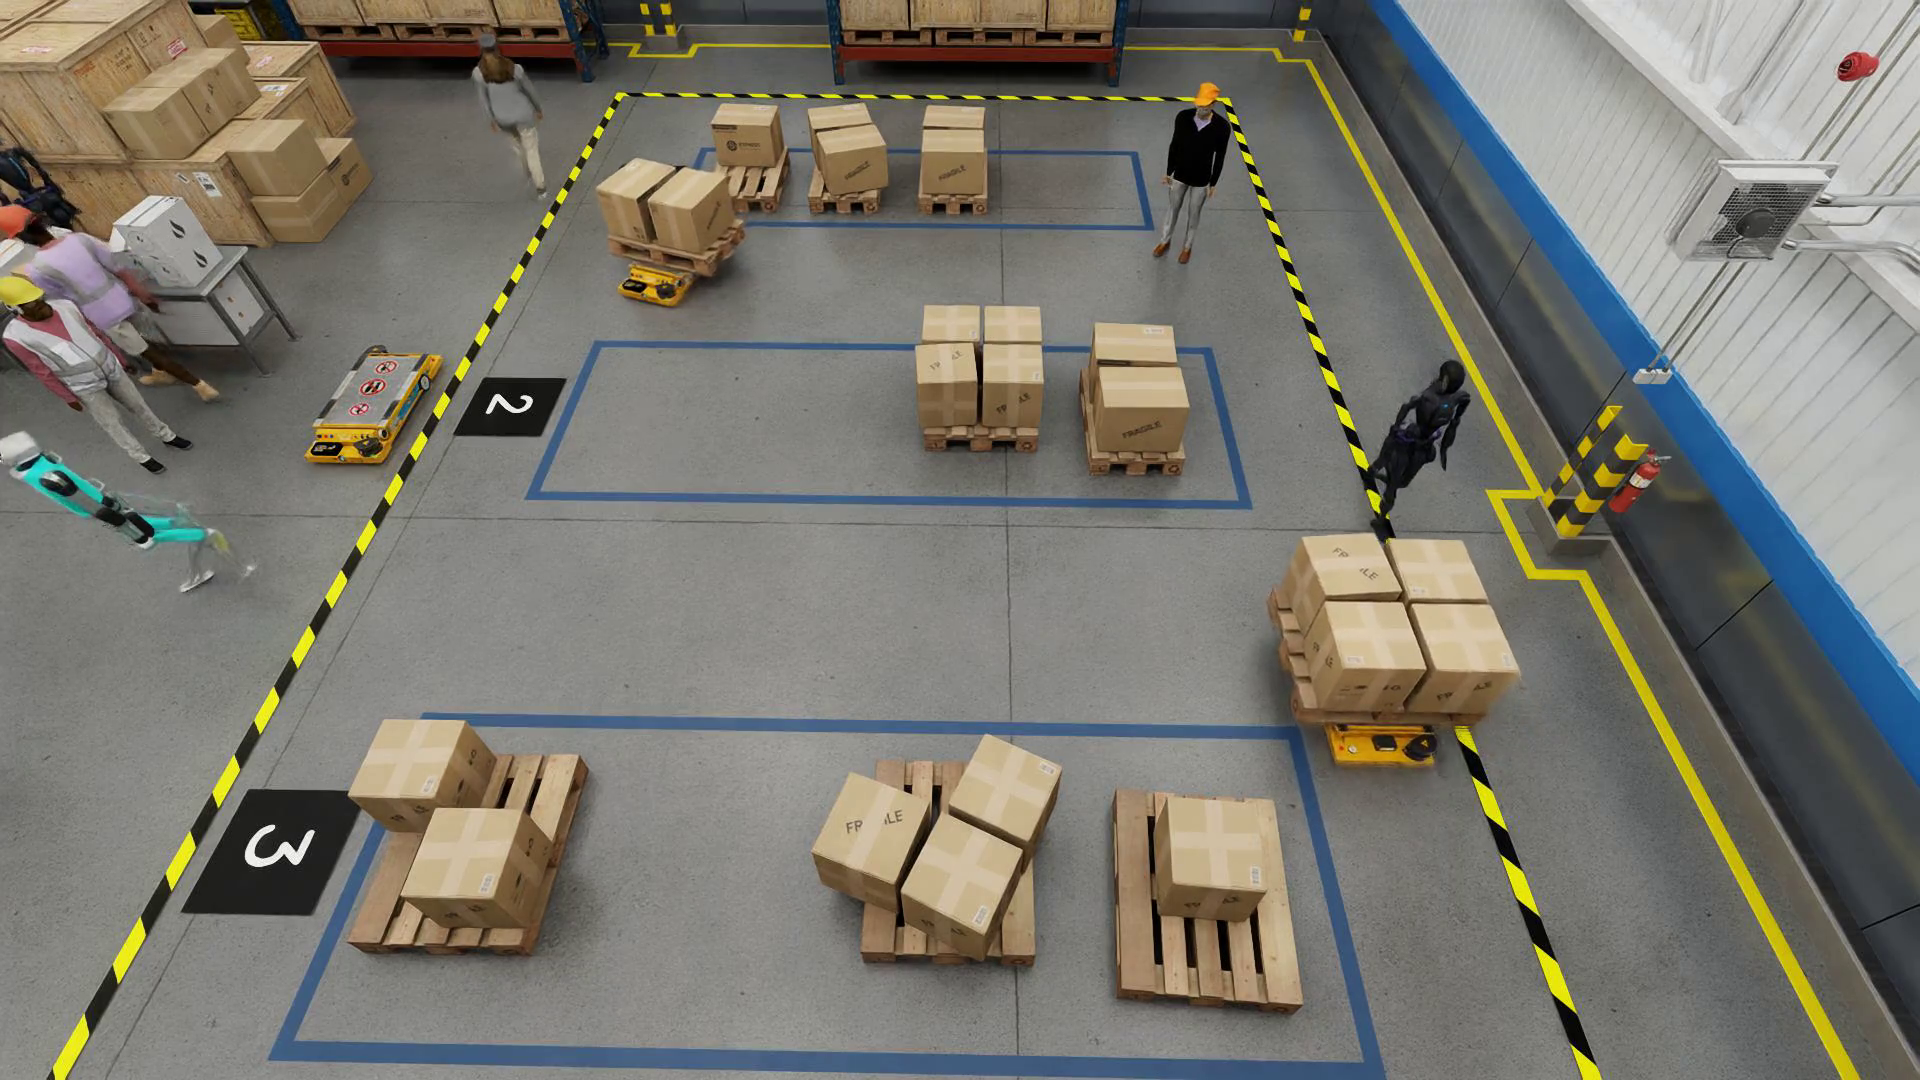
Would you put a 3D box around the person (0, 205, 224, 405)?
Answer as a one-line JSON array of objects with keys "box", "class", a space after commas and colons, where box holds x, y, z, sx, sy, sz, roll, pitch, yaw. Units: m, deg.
[{"box": [-7.314, -1.983, 7.937, 1.012, 1.984, 0.608, 7, 50, 5], "class": "person"}]

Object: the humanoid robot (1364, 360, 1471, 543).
[{"box": [3.480, -0.764, 7.105, 0.603, 1.631, 0.674, -7, 50, -6], "class": "humanoid robot"}]

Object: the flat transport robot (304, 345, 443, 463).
[{"box": [-5.383, -1.269, 8.441, 0.659, 0.231, 1.431, 1, 50, 1], "class": "flat transport robot"}]

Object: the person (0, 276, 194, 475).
[{"box": [-7.062, -1.334, 7.468, 0.404, 1.836, 0.596, 13, 51, 11], "class": "person"}]

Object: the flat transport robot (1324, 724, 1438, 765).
[{"box": [2.867, 0.915, 6.575, 0.652, 0.197, 1.431, 1, 50, 1], "class": "flat transport robot"}]

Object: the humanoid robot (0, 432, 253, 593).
[{"box": [-5.852, -0.218, 6.608, 0.531, 1.796, 0.811, 22, 53, 18], "class": "humanoid robot"}]

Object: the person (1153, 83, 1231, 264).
[{"box": [2.405, -3.777, 9.505, 0.586, 1.884, 0.384, 24, 54, 19], "class": "person"}]

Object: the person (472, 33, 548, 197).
[{"box": [-5.132, -4.953, 10.598, 0.595, 1.719, 0.908, -10, 50, -8], "class": "person"}]

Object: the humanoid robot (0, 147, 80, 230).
[{"box": [-9.382, -3.355, 9.298, 0.704, 1.635, 0.612, 8, 50, 7], "class": "humanoid robot"}]

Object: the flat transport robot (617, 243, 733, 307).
[{"box": [-3.045, -3.074, 9.950, 0.652, 0.197, 1.431, 16, 52, 13], "class": "flat transport robot"}]
